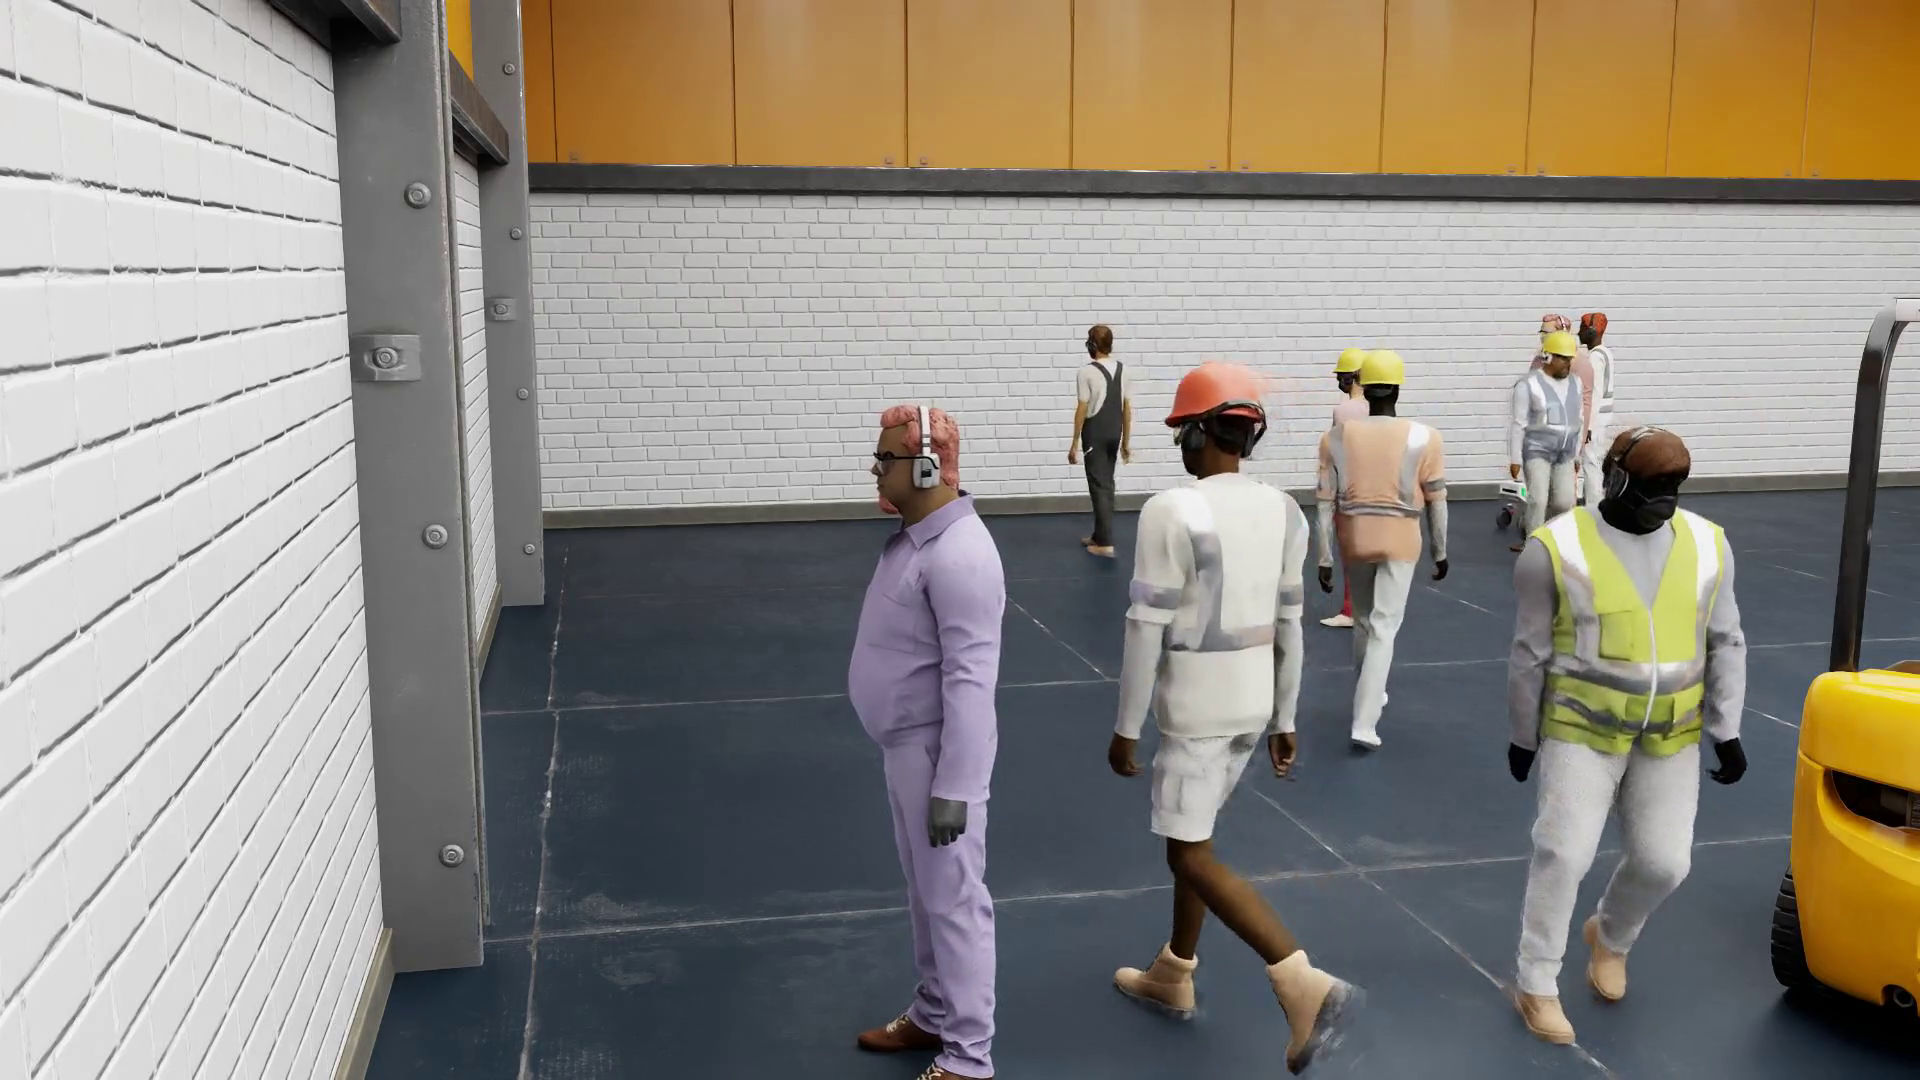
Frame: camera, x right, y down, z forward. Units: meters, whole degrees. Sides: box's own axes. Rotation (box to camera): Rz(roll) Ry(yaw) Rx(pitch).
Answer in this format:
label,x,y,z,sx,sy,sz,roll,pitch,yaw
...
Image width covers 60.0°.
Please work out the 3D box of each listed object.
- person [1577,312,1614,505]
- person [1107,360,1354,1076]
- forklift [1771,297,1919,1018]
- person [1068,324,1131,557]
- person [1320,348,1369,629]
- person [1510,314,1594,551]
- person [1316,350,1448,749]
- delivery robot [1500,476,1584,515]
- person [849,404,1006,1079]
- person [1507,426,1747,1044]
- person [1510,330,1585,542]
label,x,y,z,sx,sy,sz,roll,pitch,yaw
person,5.437,-1.012,14.318,0.337,1.882,0.585,5,10,26
person,0.798,0.498,4.764,0.618,2.008,0.859,-8,12,-40
forklift,3.542,0.334,5.177,2.313,2.155,1.214,-9,13,-43
person,1.100,-0.790,13.178,0.530,1.842,0.502,-7,11,-35
person,2.470,-0.326,10.498,0.327,1.767,0.533,9,13,42
person,4.623,-0.810,13.022,0.401,1.907,0.648,-3,10,-19
person,2.017,0.031,8.014,0.591,1.878,1.005,5,11,30
delivery robot,5.050,-0.415,14.442,0.707,0.478,0.477,-4,10,-21
person,-0.101,0.584,4.527,0.399,1.907,0.644,-2,10,-12
person,1.940,0.563,4.918,0.638,1.817,0.533,0,9,0
person,4.345,-0.656,12.370,0.616,1.809,0.509,-3,10,-16
